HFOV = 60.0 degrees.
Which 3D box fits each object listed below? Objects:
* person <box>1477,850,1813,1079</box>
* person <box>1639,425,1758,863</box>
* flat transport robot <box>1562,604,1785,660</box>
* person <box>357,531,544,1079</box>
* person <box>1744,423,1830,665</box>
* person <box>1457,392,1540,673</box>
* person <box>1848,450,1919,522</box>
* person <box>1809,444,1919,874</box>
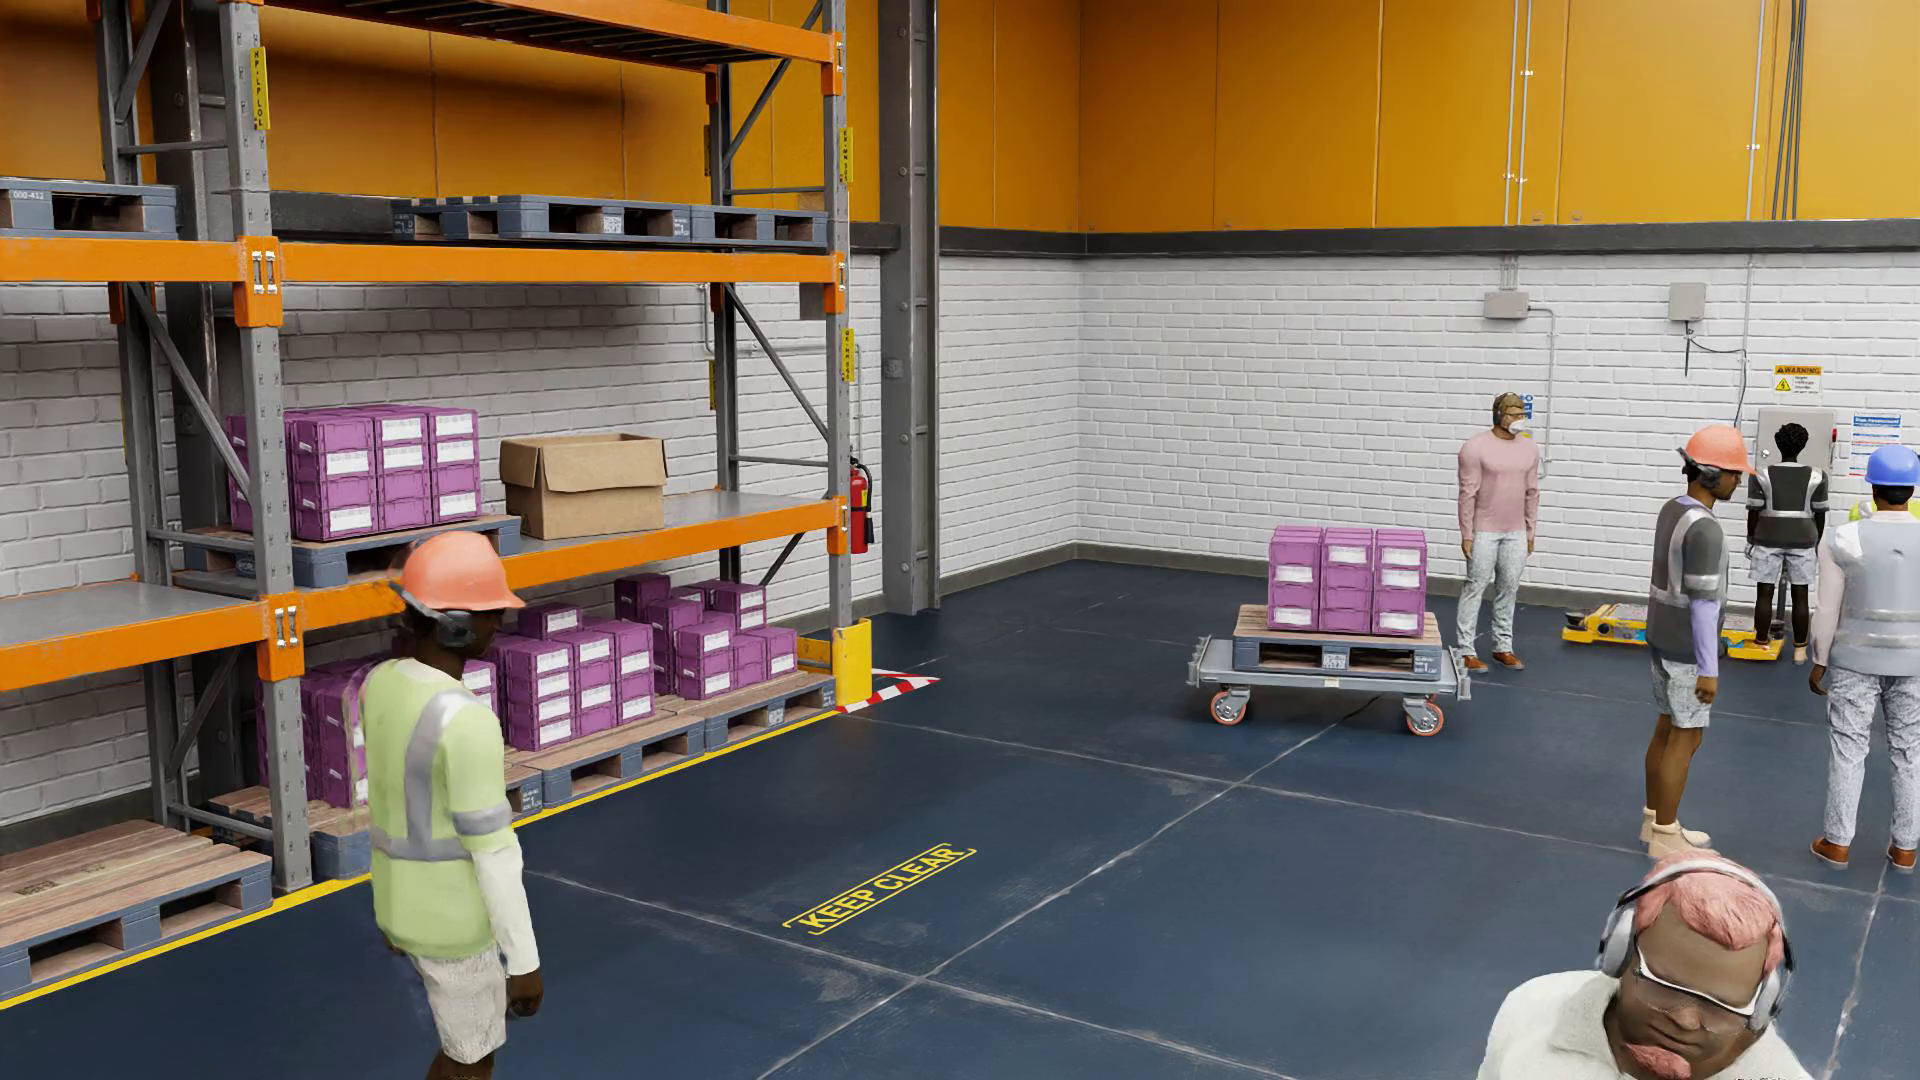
[{"bbox_3d":[0.967,1.344,2.502,0.578,1.878,0.737,-4,10,-25],"label":"person"},{"bbox_3d":[3.355,0.489,7.594,0.410,2.030,0.612,1,9,9],"label":"person"},{"bbox_3d":[5.226,0.655,12.190,1.431,0.197,0.652,5,10,30],"label":"flat transport robot"},{"bbox_3d":[-1.310,0.982,4.369,0.420,2.029,0.651,-7,11,-40],"label":"person"},{"bbox_3d":[5.769,0.030,11.641,0.532,1.696,0.319,3,9,19],"label":"person"},{"bbox_3d":[3.695,-0.052,11.429,0.633,1.932,0.366,-3,9,-17],"label":"person"},{"bbox_3d":[5.492,0.312,9.801,0.536,1.696,0.322,5,10,27],"label":"person"},{"bbox_3d":[4.155,0.540,7.498,0.605,1.950,0.380,2,9,15],"label":"person"}]
